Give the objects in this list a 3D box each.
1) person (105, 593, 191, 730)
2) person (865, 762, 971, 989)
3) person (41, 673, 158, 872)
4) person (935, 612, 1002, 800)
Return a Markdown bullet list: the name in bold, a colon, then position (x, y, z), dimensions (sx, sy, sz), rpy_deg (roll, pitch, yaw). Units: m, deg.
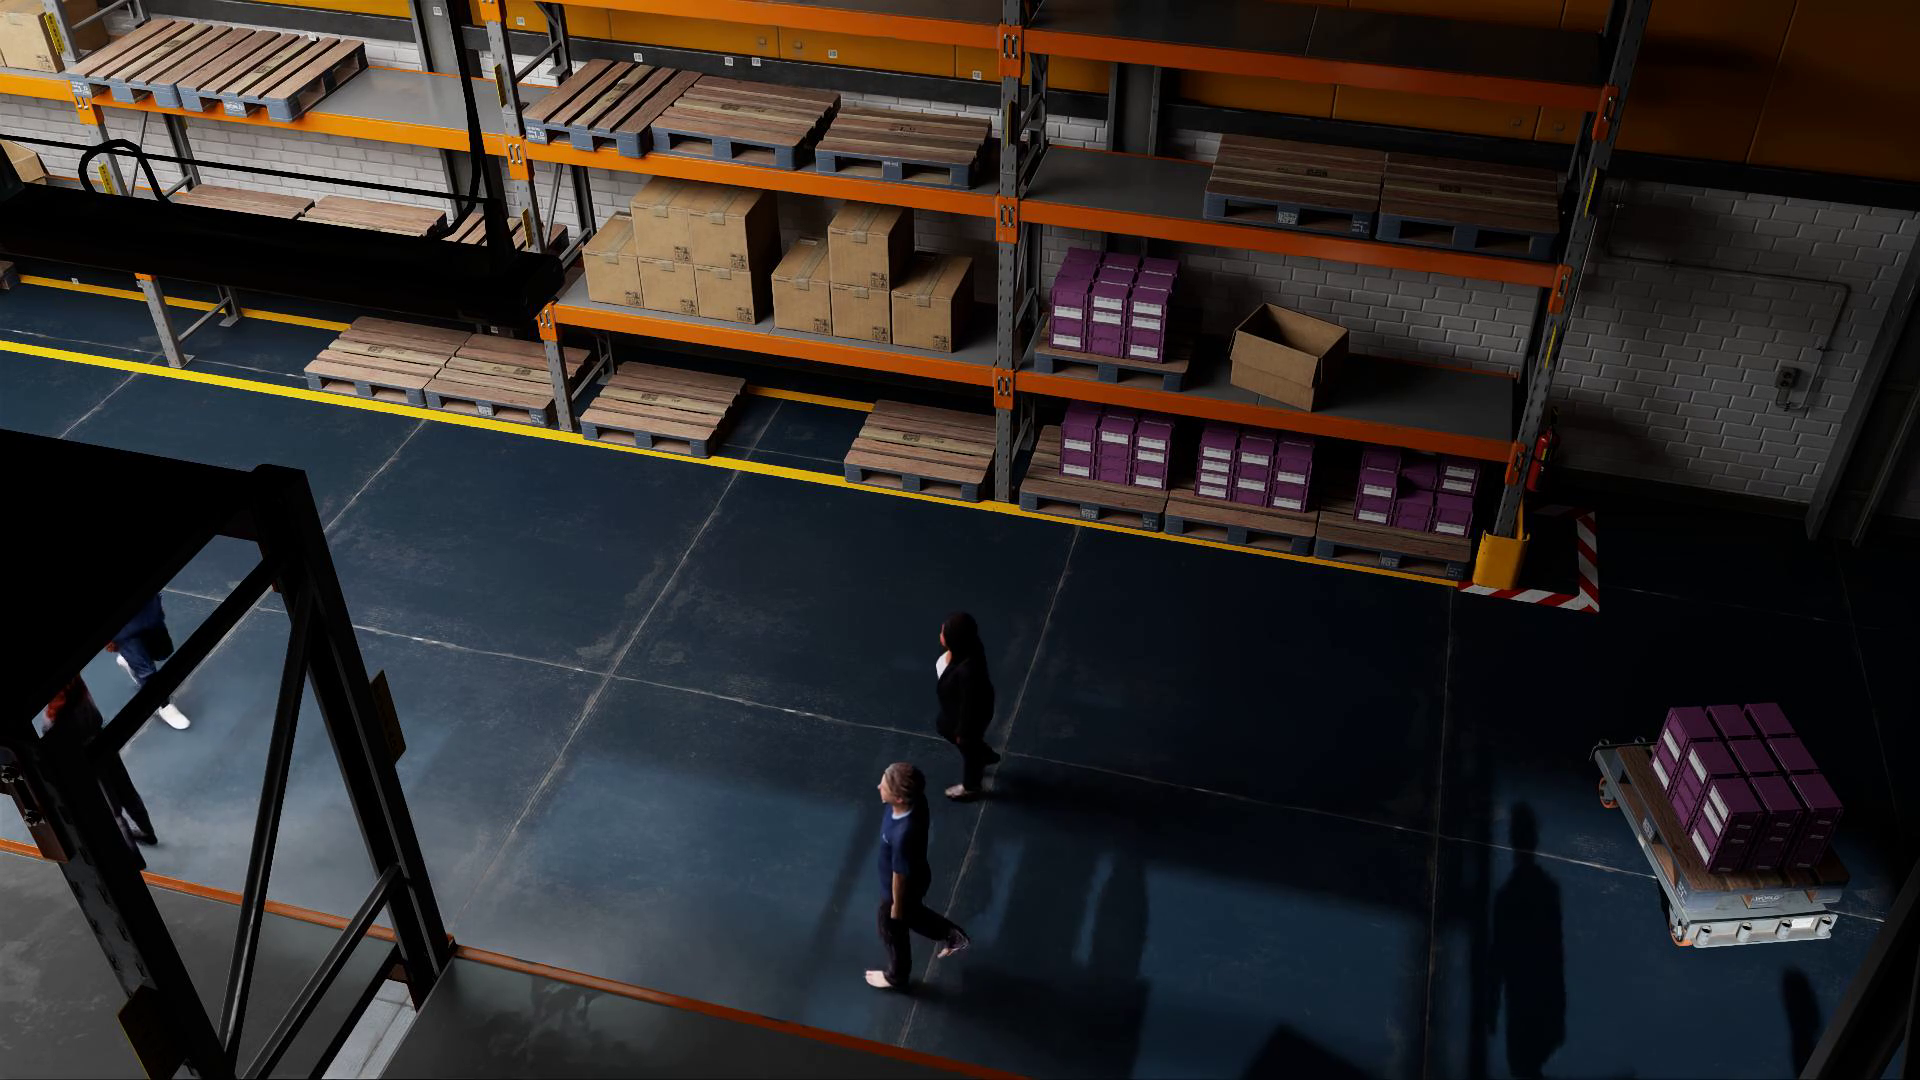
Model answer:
- **person**: position (-5.794, 0.517, 11.517), dimensions (1.024, 1.793, 0.822), rpy_deg (20, 43, 23)
- **person**: position (-0.239, 1.983, 9.630), dimensions (0.932, 1.856, 0.772), rpy_deg (2, 39, 2)
- **person**: position (-5.445, 1.395, 10.427), dimensions (0.561, 1.780, 0.629), rpy_deg (1, 39, 2)
- **person**: position (0.125, 1.088, 10.953), dimensions (0.856, 1.604, 0.801), rpy_deg (-8, 39, -10)
